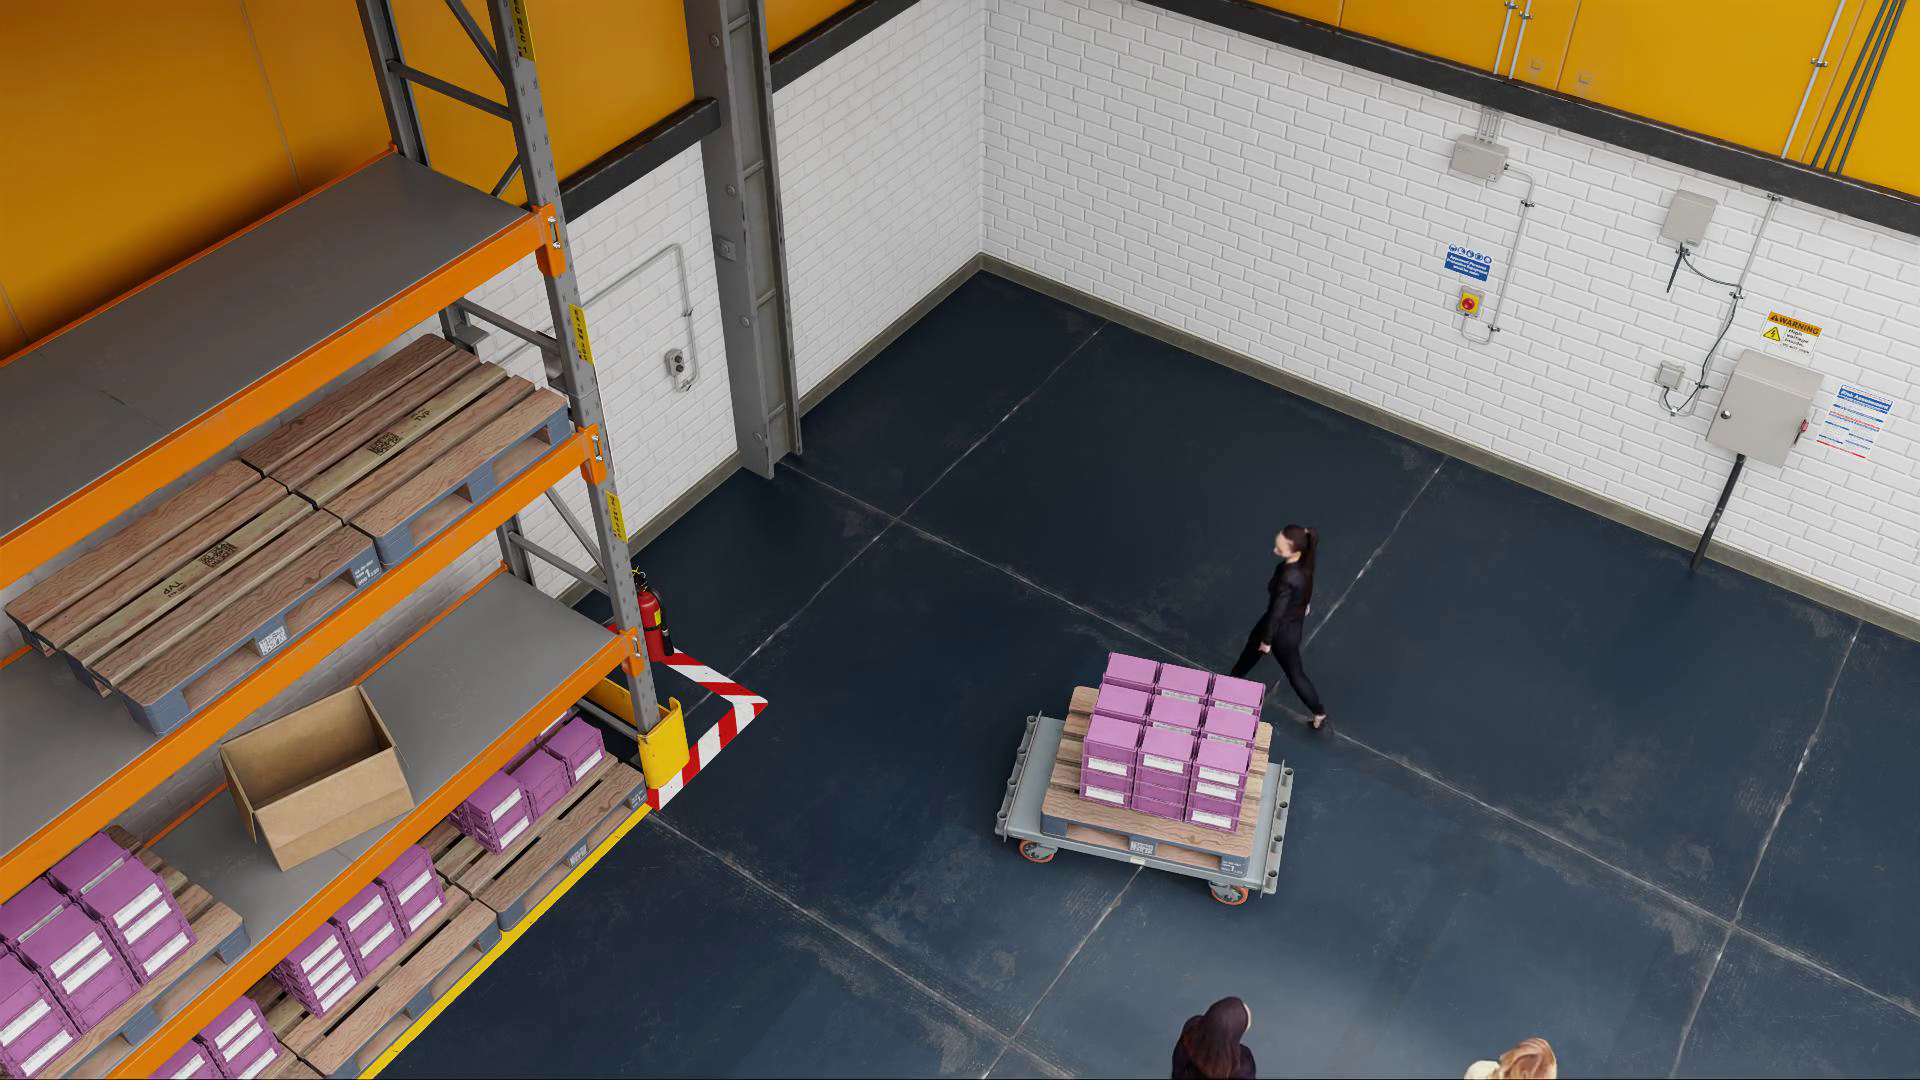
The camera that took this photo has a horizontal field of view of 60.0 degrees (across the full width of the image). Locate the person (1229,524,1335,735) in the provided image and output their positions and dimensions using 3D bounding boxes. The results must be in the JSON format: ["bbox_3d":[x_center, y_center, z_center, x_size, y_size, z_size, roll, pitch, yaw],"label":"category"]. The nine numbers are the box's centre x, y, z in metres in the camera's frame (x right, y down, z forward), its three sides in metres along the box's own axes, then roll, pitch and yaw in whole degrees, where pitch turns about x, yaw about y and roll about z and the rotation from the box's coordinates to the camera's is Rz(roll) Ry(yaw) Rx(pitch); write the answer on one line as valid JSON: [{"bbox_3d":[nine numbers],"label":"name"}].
[{"bbox_3d":[2.047,0.576,10.104,0.782,1.663,1.034,21,47,21],"label":"person"}]

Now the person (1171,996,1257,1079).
[{"bbox_3d":[1.179,2.670,7.851,0.596,1.739,0.673,-33,52,-29],"label":"person"}]

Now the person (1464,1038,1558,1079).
[{"bbox_3d":[2.467,2.830,7.693,0.611,1.726,0.671,-33,52,-30],"label":"person"}]
